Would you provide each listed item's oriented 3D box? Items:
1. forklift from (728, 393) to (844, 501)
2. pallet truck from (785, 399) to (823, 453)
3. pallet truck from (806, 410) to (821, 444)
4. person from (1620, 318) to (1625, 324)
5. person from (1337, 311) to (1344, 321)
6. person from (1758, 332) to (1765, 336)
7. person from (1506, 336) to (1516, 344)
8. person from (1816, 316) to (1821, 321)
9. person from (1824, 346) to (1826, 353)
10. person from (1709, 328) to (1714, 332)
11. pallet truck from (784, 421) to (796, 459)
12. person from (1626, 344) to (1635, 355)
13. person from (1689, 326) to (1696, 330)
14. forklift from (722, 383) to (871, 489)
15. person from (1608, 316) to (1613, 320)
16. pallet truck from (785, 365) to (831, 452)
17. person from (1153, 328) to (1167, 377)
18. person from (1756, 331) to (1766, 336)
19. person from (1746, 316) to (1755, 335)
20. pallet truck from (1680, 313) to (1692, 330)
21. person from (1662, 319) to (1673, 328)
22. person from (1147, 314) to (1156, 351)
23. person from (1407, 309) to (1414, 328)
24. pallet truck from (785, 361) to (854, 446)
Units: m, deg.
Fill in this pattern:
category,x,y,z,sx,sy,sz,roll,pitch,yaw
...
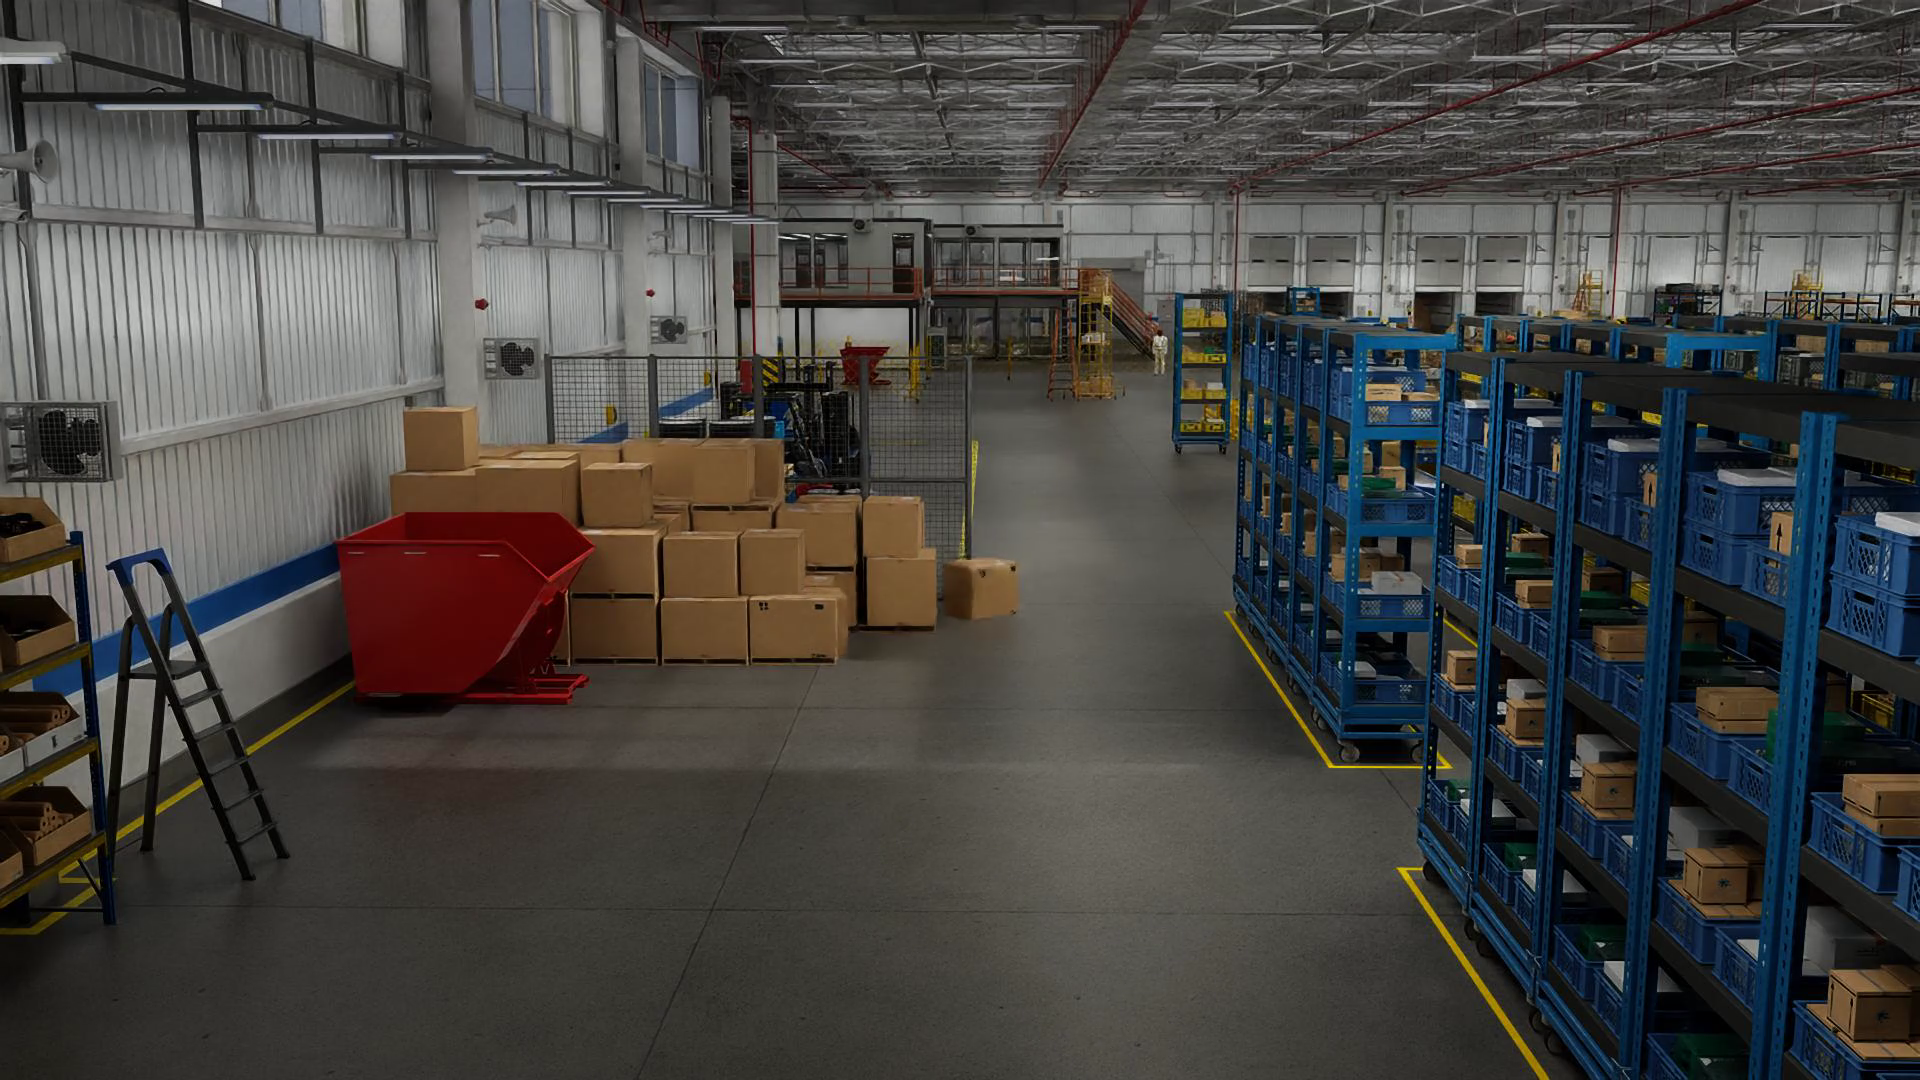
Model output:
category,x,y,z,sx,sy,sz,roll,pitch,yaw
forklift,-2.979,-1.316,26.476,2.680,1.987,1.157,0,9,1
pallet truck,-3.814,-2.432,36.419,1.630,1.274,0.653,0,9,1
pallet truck,-3.559,-2.018,33.905,1.522,1.261,0.704,0,9,-1
person,30.852,-9.420,77.638,0.586,1.920,0.398,8,12,41
person,20.599,-11.539,90.707,0.853,1.912,0.639,9,13,43
person,31.770,-7.470,66.188,0.883,1.728,0.532,2,9,13
person,17.522,-5.479,52.954,0.395,2.039,0.607,3,10,19
person,41.253,-9.784,79.925,0.391,1.911,0.584,-1,9,-8
person,27.893,-5.415,53.663,0.551,1.662,0.802,1,9,3
person,28.195,-7.024,62.478,0.538,2.000,0.689,6,11,33
pallet truck,-4.013,-1.793,32.705,1.601,1.201,0.680,0,9,1
person,24.974,-6.946,62.256,0.869,1.969,0.629,5,10,27
person,37.382,-10.473,84.841,0.548,1.676,0.422,-8,12,-42
forklift,-2.893,-1.687,28.729,2.680,1.987,1.157,0,9,-1
person,31.719,-10.058,81.607,0.832,1.913,0.635,7,11,36
pallet truck,-3.774,-2.976,37.635,1.885,1.965,0.823,1,9,5
person,7.744,-7.264,64.439,0.575,1.883,0.362,5,11,30
person,38.713,-9.833,80.313,1.040,1.882,0.653,-5,10,-27
person,39.927,-10.408,84.033,0.478,1.824,0.627,4,10,23
pallet truck,36.315,-10.531,84.244,0.823,1.965,1.885,-6,11,-33
person,32.766,-9.308,77.096,0.535,1.868,0.309,1,9,4
person,9.695,-10.487,84.253,0.568,1.900,0.878,0,9,0
person,25.607,-12.184,94.694,0.398,1.918,0.586,6,11,34
pallet truck,-3.410,-3.193,38.978,1.885,1.965,0.823,0,9,-1
